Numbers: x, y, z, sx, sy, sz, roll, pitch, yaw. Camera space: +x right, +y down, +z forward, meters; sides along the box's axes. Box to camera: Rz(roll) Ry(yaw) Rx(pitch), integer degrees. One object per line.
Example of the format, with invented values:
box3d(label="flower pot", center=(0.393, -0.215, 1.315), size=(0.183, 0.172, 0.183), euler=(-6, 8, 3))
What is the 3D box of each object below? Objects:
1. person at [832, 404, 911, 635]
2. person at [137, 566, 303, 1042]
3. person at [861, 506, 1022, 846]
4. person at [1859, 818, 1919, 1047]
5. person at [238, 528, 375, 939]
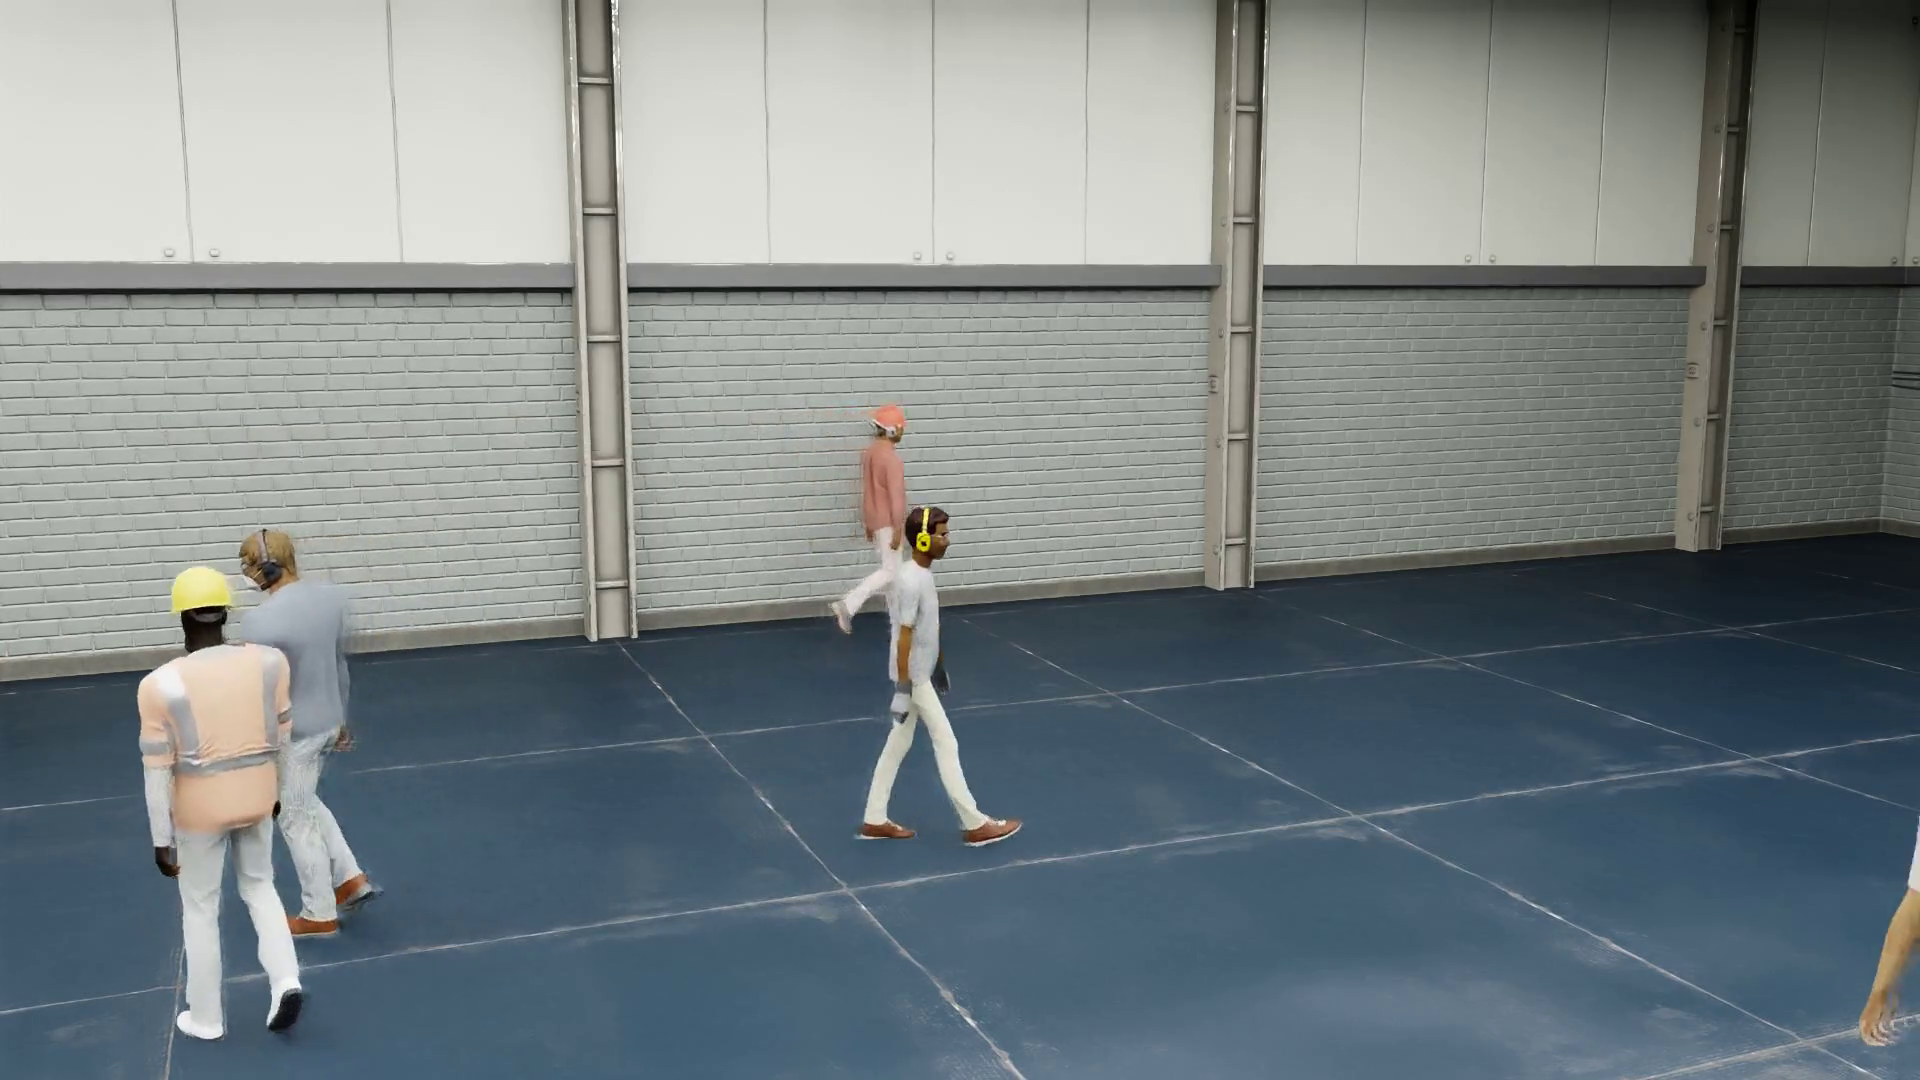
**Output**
box3d(label="person", center=(-0.686, -0.149, 13.894), size=(0.812, 1.972, 0.626), euler=(-4, 10, -25))
box3d(label="person", center=(-2.879, 1.054, 6.529), size=(0.593, 1.906, 0.538), euler=(-9, 13, -44))
box3d(label="person", center=(-0.124, 0.729, 8.830), size=(0.876, 1.827, 0.557), euler=(-1, 9, -3))
box3d(label="person", center=(2.835, 1.387, 4.717), size=(0.893, 1.805, 0.602), euler=(-3, 9, -18))
box3d(label="person", center=(-3.025, 0.886, 7.573), size=(0.430, 1.906, 0.661), euler=(1, 9, 8))
